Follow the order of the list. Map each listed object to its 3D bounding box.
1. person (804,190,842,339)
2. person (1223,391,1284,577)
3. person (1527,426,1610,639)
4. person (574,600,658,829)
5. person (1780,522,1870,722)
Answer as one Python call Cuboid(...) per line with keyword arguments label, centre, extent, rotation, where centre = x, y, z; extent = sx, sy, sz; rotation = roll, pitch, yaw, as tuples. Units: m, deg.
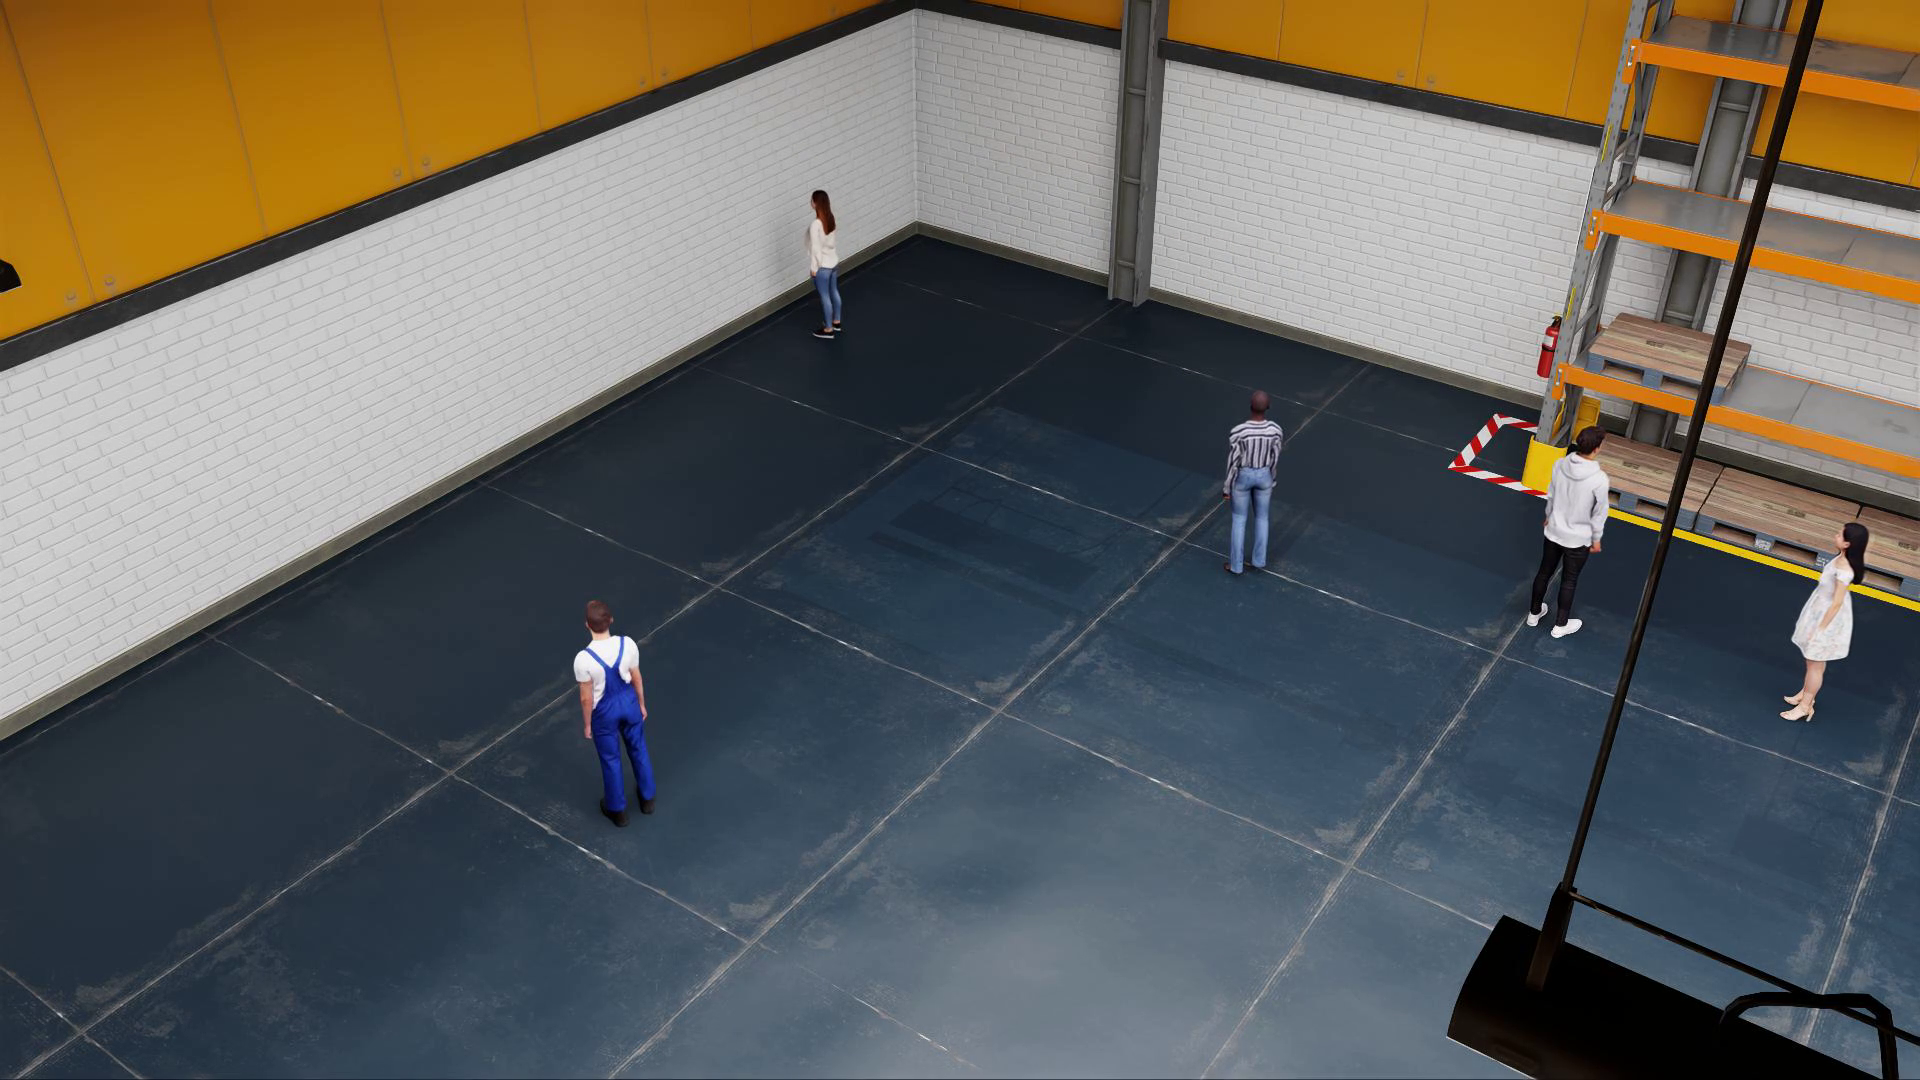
Cuboid(label="person", centre=(-1.492, -3.047, 18.334), extent=(0.596, 1.692, 0.656), rotation=(15, 36, 21))
Cuboid(label="person", centre=(2.520, -0.481, 14.380), extent=(0.698, 1.794, 0.759), rotation=(-6, 34, -9))
Cuboid(label="person", centre=(5.001, -0.078, 13.651), extent=(0.787, 1.931, 0.616), rotation=(-27, 42, -34))
Cuboid(label="person", centre=(-2.450, 1.222, 11.770), extent=(0.711, 1.849, 0.701), rotation=(-19, 38, -26))
Cuboid(label="person", centre=(6.619, 0.629, 12.730), extent=(0.628, 1.773, 0.645), rotation=(19, 38, 27))
